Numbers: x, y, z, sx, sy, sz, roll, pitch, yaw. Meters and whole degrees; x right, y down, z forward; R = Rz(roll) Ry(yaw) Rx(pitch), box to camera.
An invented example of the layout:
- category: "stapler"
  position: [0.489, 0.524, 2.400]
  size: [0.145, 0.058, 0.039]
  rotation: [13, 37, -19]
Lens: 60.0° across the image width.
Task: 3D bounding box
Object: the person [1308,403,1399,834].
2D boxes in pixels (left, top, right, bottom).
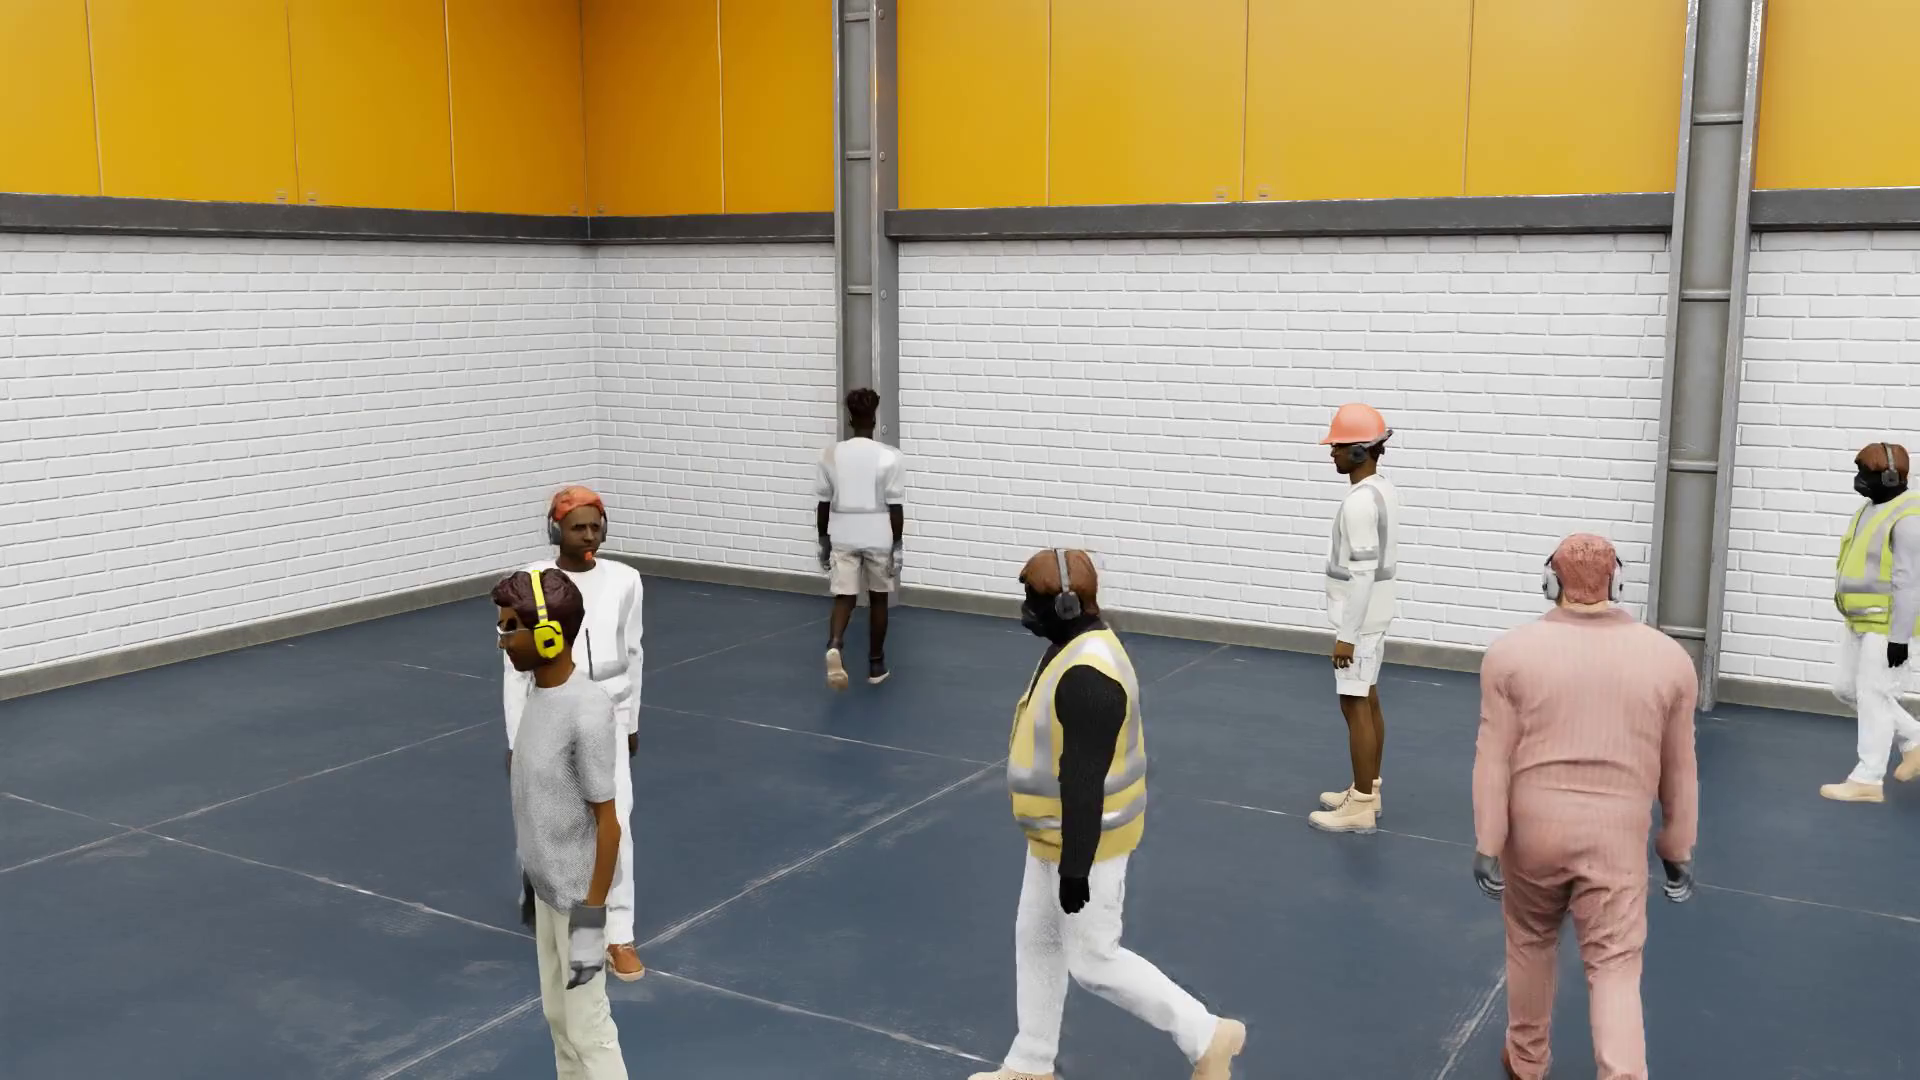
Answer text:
- category: "person"
  position: [1.868, 0.369, 7.911]
  size: [0.381, 2.040, 0.615]
  rotation: [4, 10, 23]

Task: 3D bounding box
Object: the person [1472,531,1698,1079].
- category: "person"
  position: [1.902, 0.922, 5.064]
  size: [0.665, 1.863, 0.868]
  rotation: [2, 9, 12]

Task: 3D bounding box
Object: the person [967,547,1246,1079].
- category: "person"
  position: [0.458, 0.920, 5.209]
  size: [0.815, 1.814, 0.648]
  rotation: [0, 9, -3]

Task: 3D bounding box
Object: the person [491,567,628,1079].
- category: "person"
  position: [-1.102, 0.991, 4.592]
  size: [0.329, 1.865, 0.518]
  rotation: [-6, 11, -32]

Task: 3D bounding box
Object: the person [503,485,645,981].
- category: "person"
  position: [-1.511, 0.697, 6.489]
  size: [0.579, 1.855, 0.925]
  rotation: [-5, 11, -31]

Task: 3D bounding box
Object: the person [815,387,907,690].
- category: "person"
  position: [-0.641, 0.004, 10.538]
  size: [0.603, 1.941, 0.797]
  rotation: [2, 9, 11]

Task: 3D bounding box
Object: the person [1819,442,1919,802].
- category: "person"
  position: [4.655, 0.419, 8.308]
  size: [0.543, 1.827, 0.624]
  rotation: [1, 9, 8]
